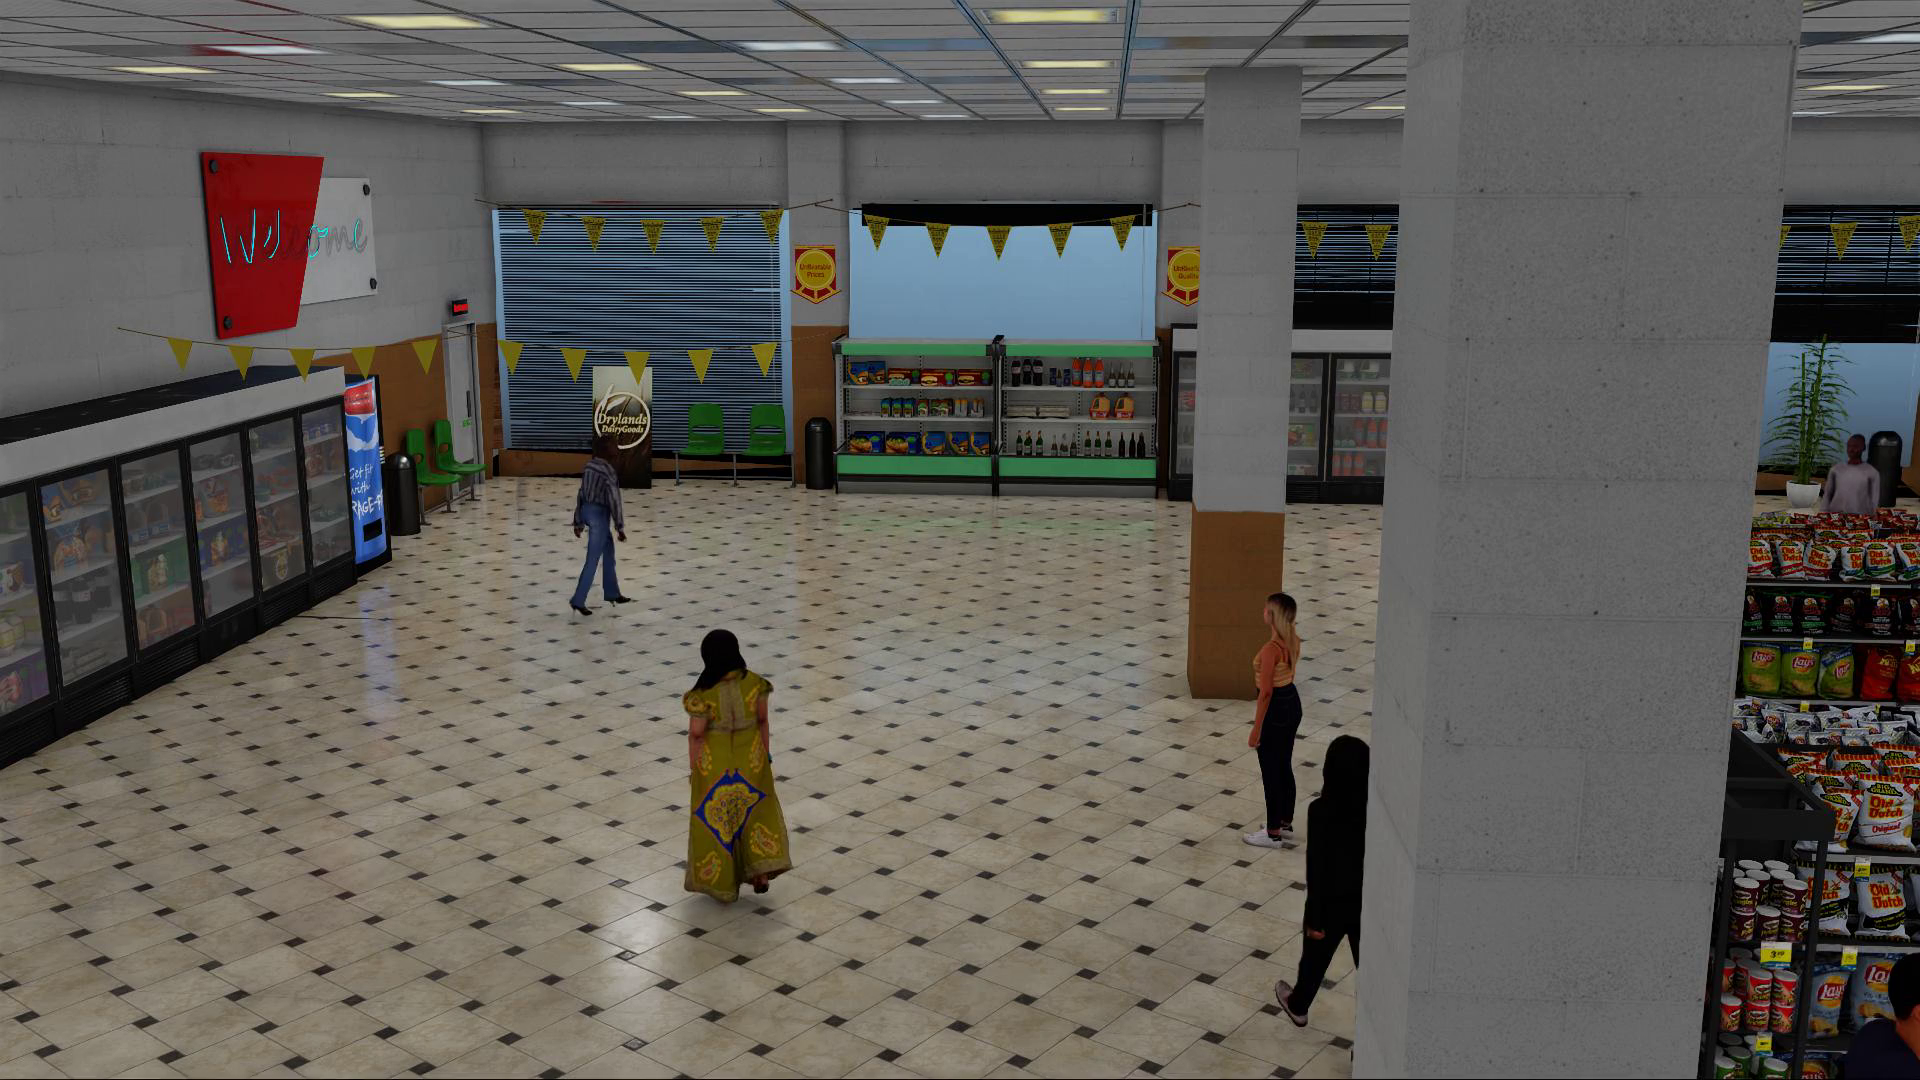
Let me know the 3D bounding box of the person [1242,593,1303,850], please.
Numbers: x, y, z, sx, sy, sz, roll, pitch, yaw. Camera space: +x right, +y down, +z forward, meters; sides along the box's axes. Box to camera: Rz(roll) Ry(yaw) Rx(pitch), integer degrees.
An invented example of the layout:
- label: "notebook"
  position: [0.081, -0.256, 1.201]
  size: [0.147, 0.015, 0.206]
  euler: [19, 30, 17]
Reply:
- label: "person"
  position: [1.999, 1.127, 10.475]
  size: [0.680, 1.629, 0.655]
  euler: [9, 15, 37]

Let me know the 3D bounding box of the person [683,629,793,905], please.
- label: "person"
  position: [-1.281, 1.324, 9.495]
  size: [0.984, 1.648, 1.019]
  euler: [-6, 13, -26]

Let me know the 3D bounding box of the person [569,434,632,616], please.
- label: "person"
  position: [-3.583, -0.117, 16.092]
  size: [1.010, 1.751, 1.051]
  euler: [10, 15, 39]

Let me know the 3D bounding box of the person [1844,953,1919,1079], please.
- label: "person"
  position: [2.835, 2.152, 5.346]
  size: [1.236, 1.737, 0.963]
  euler: [6, 13, 26]

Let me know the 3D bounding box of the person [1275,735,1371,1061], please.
- label: "person"
  position: [1.854, 1.738, 7.704]
  size: [1.063, 1.576, 0.948]
  euler: [-3, 12, -15]

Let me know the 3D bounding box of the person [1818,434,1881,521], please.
- label: "person"
  position: [8.745, -0.152, 16.302]
  size: [1.182, 1.733, 1.138]
  euler: [-10, 16, -41]
